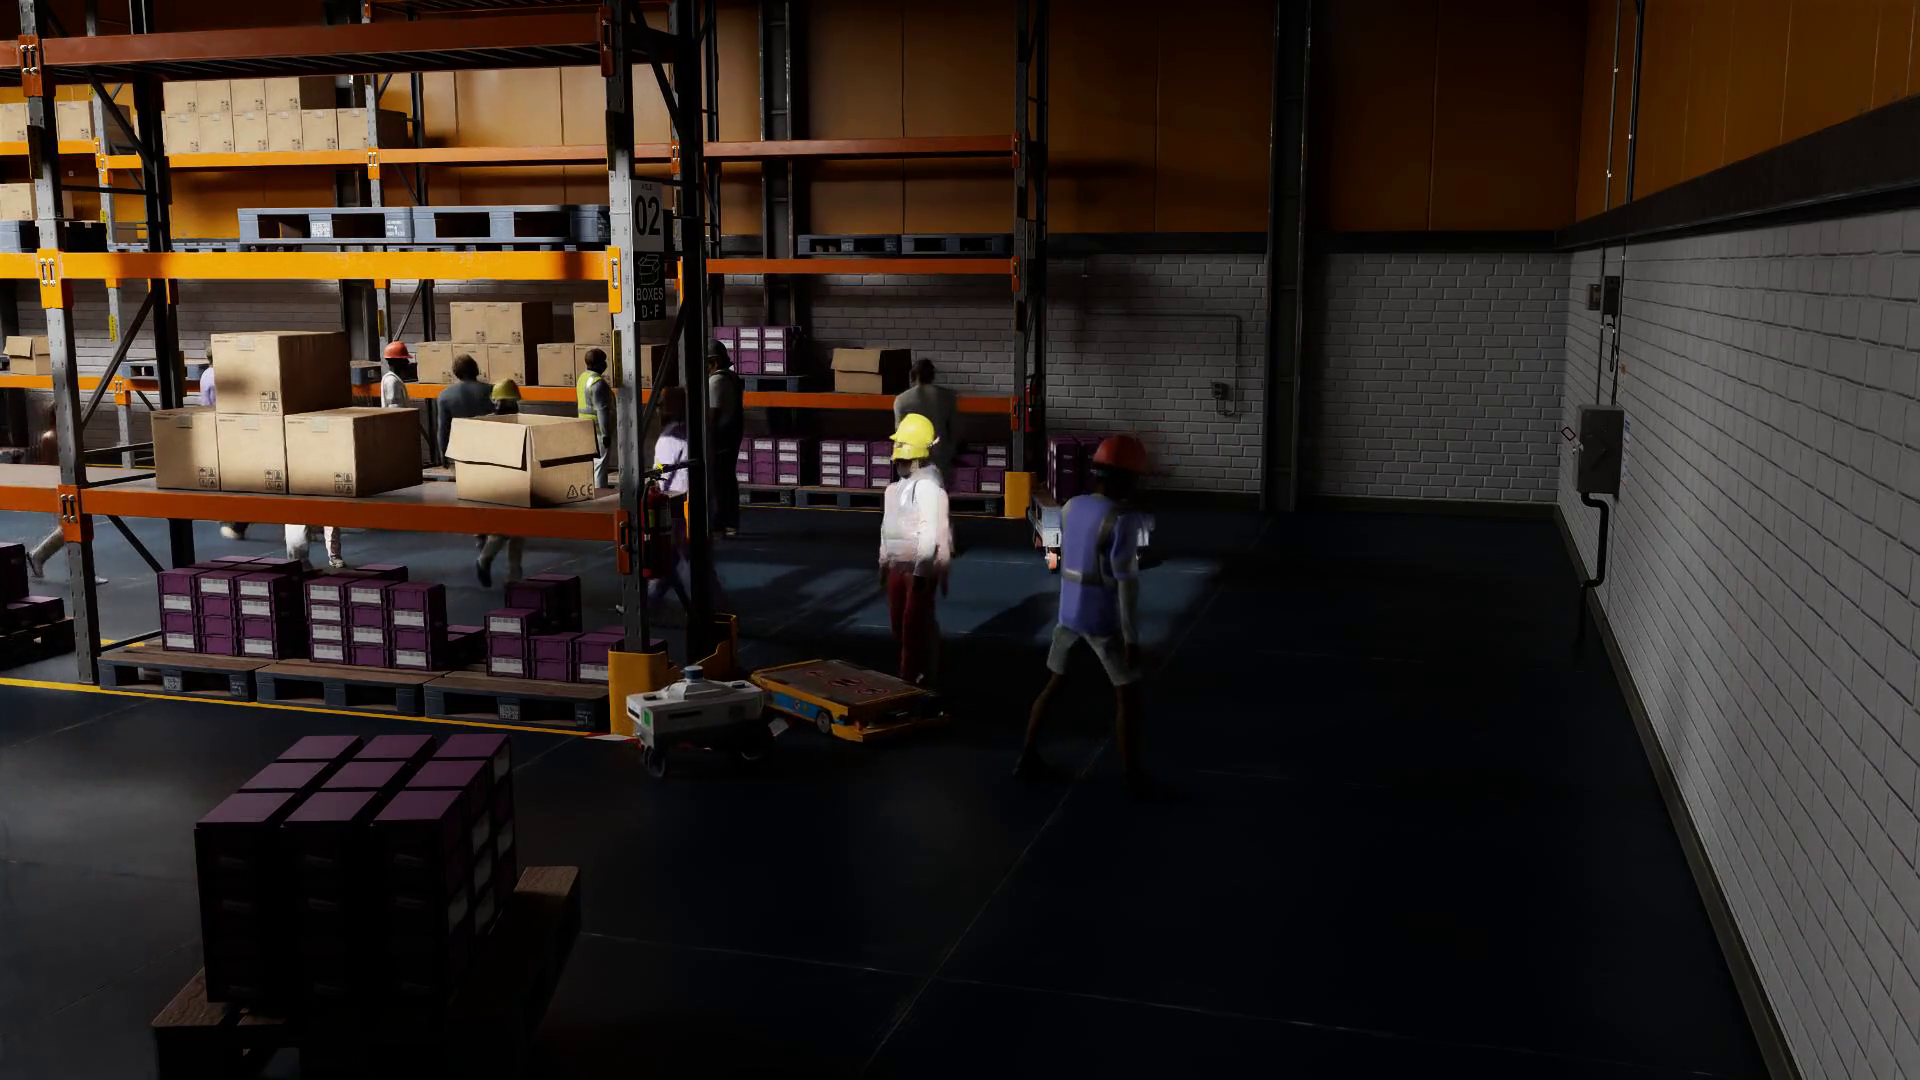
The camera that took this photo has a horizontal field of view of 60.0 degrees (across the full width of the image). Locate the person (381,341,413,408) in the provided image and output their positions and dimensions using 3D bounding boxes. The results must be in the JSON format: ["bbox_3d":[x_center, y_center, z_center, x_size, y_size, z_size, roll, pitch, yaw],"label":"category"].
[{"bbox_3d":[-6.109,-1.188,18.117,0.363,1.939,0.542,-4,10,-21],"label":"person"}]

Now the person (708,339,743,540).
[{"bbox_3d":[-2.469,-1.031,16.848,0.535,2.000,0.687,2,10,12],"label":"person"}]

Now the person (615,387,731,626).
[{"bbox_3d":[-2.142,-0.211,12.435,1.011,1.852,0.661,1,9,8],"label":"person"}]

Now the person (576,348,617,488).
[{"bbox_3d":[-4.008,-1.201,18.481,0.429,1.846,0.633,-6,11,-31],"label":"person"}]

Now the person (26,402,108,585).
[{"bbox_3d":[-7.778,-0.414,14.369,0.704,1.617,0.513,0,9,2],"label":"person"}]

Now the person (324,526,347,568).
[{"bbox_3d":[-5.859,-0.719,15.085,0.613,1.994,0.382,-5,11,-28],"label":"person"}]

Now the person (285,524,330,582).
[{"bbox_3d":[-5.771,-0.574,14.541,0.356,1.883,0.573,-5,11,-29],"label":"person"}]

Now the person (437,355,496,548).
[{"bbox_3d":[-4.813,-0.879,16.419,0.642,1.887,1.049,-4,10,-21],"label":"person"}]

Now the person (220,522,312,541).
[{"bbox_3d":[-6.952,-0.868,16.620,0.987,1.791,0.538,3,10,16],"label":"person"}]

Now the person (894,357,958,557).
[{"bbox_3d":[-0.306,-0.784,15.815,0.641,1.910,0.898,-2,10,-11],"label":"person"}]

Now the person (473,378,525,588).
[{"bbox_3d":[-3.810,-0.443,13.915,0.491,1.820,0.606,7,11,35],"label":"person"}]

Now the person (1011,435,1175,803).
[{"bbox_3d":[0.716,0.408,8.607,0.551,1.883,0.769,-7,12,-37],"label":"person"}]

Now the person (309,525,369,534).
[{"bbox_3d":[-6.443,-0.963,17.098,0.782,1.821,0.633,0,9,3],"label":"person"}]

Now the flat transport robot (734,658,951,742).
[{"bbox_3d":[-0.758,0.948,10.169,0.652,0.197,1.431,-8,12,-39],"label":"flat transport robot"}]

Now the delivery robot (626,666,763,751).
[{"bbox_3d":[-1.453,0.933,9.109,0.707,0.478,0.477,-5,11,-30],"label":"delivery robot"}]

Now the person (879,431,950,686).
[{"bbox_3d":[-0.273,0.182,10.374,0.541,1.745,0.737,9,13,43],"label":"person"}]

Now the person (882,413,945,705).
[{"bbox_3d":[-0.285,0.122,10.440,0.403,1.837,0.590,-2,9,-11],"label":"person"}]

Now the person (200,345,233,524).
[{"bbox_3d":[-7.914,-1.142,17.830,0.360,1.938,0.635,-6,11,-32],"label":"person"}]
